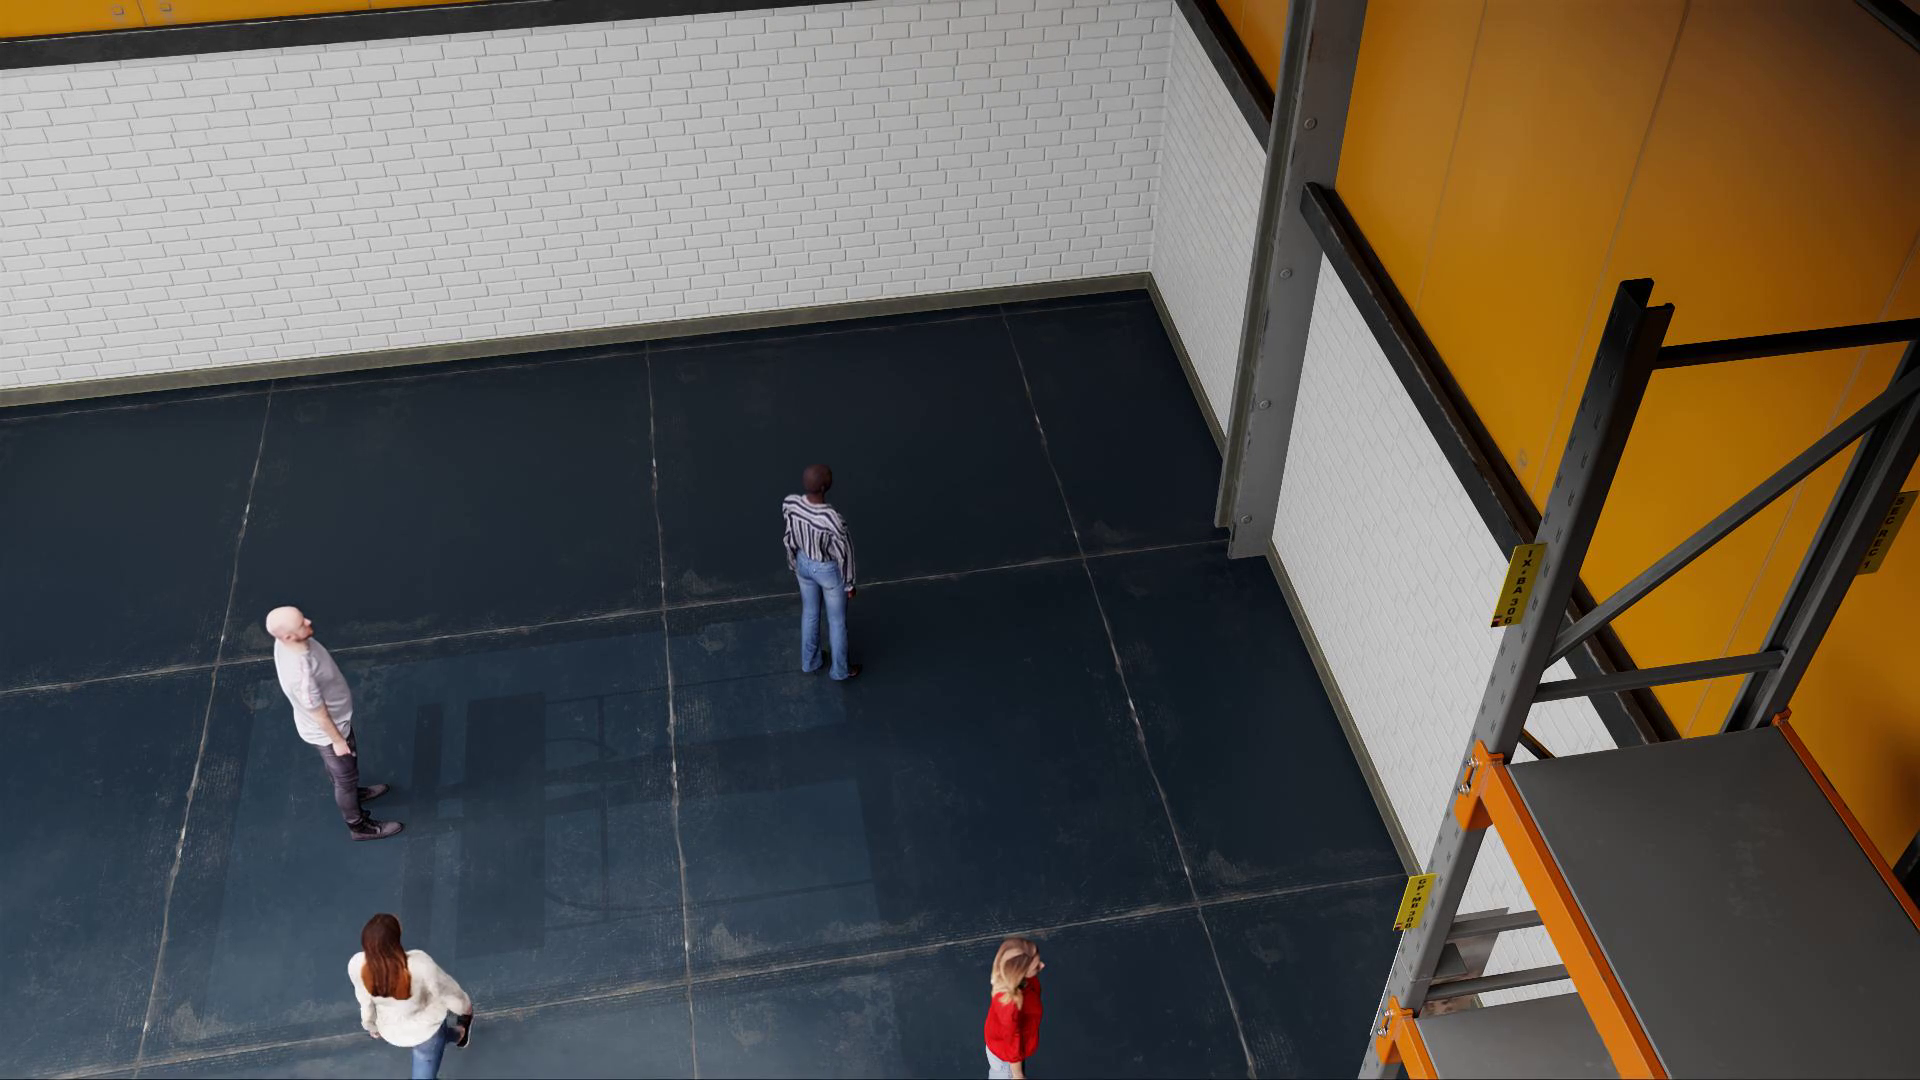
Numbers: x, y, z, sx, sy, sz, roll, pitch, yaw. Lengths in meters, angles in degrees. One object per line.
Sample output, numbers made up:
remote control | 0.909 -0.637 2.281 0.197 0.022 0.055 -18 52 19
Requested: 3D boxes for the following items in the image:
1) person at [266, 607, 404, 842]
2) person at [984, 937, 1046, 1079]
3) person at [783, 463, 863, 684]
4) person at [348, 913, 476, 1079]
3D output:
person | -3.697 1.050 9.682 0.780 1.833 0.625 -19 47 -18
person | 0.250 2.485 8.268 0.712 1.705 0.506 0 44 0
person | -0.879 0.219 10.582 0.718 1.794 0.758 22 48 21
person | -2.739 2.497 8.305 0.870 1.636 1.189 5 44 5
